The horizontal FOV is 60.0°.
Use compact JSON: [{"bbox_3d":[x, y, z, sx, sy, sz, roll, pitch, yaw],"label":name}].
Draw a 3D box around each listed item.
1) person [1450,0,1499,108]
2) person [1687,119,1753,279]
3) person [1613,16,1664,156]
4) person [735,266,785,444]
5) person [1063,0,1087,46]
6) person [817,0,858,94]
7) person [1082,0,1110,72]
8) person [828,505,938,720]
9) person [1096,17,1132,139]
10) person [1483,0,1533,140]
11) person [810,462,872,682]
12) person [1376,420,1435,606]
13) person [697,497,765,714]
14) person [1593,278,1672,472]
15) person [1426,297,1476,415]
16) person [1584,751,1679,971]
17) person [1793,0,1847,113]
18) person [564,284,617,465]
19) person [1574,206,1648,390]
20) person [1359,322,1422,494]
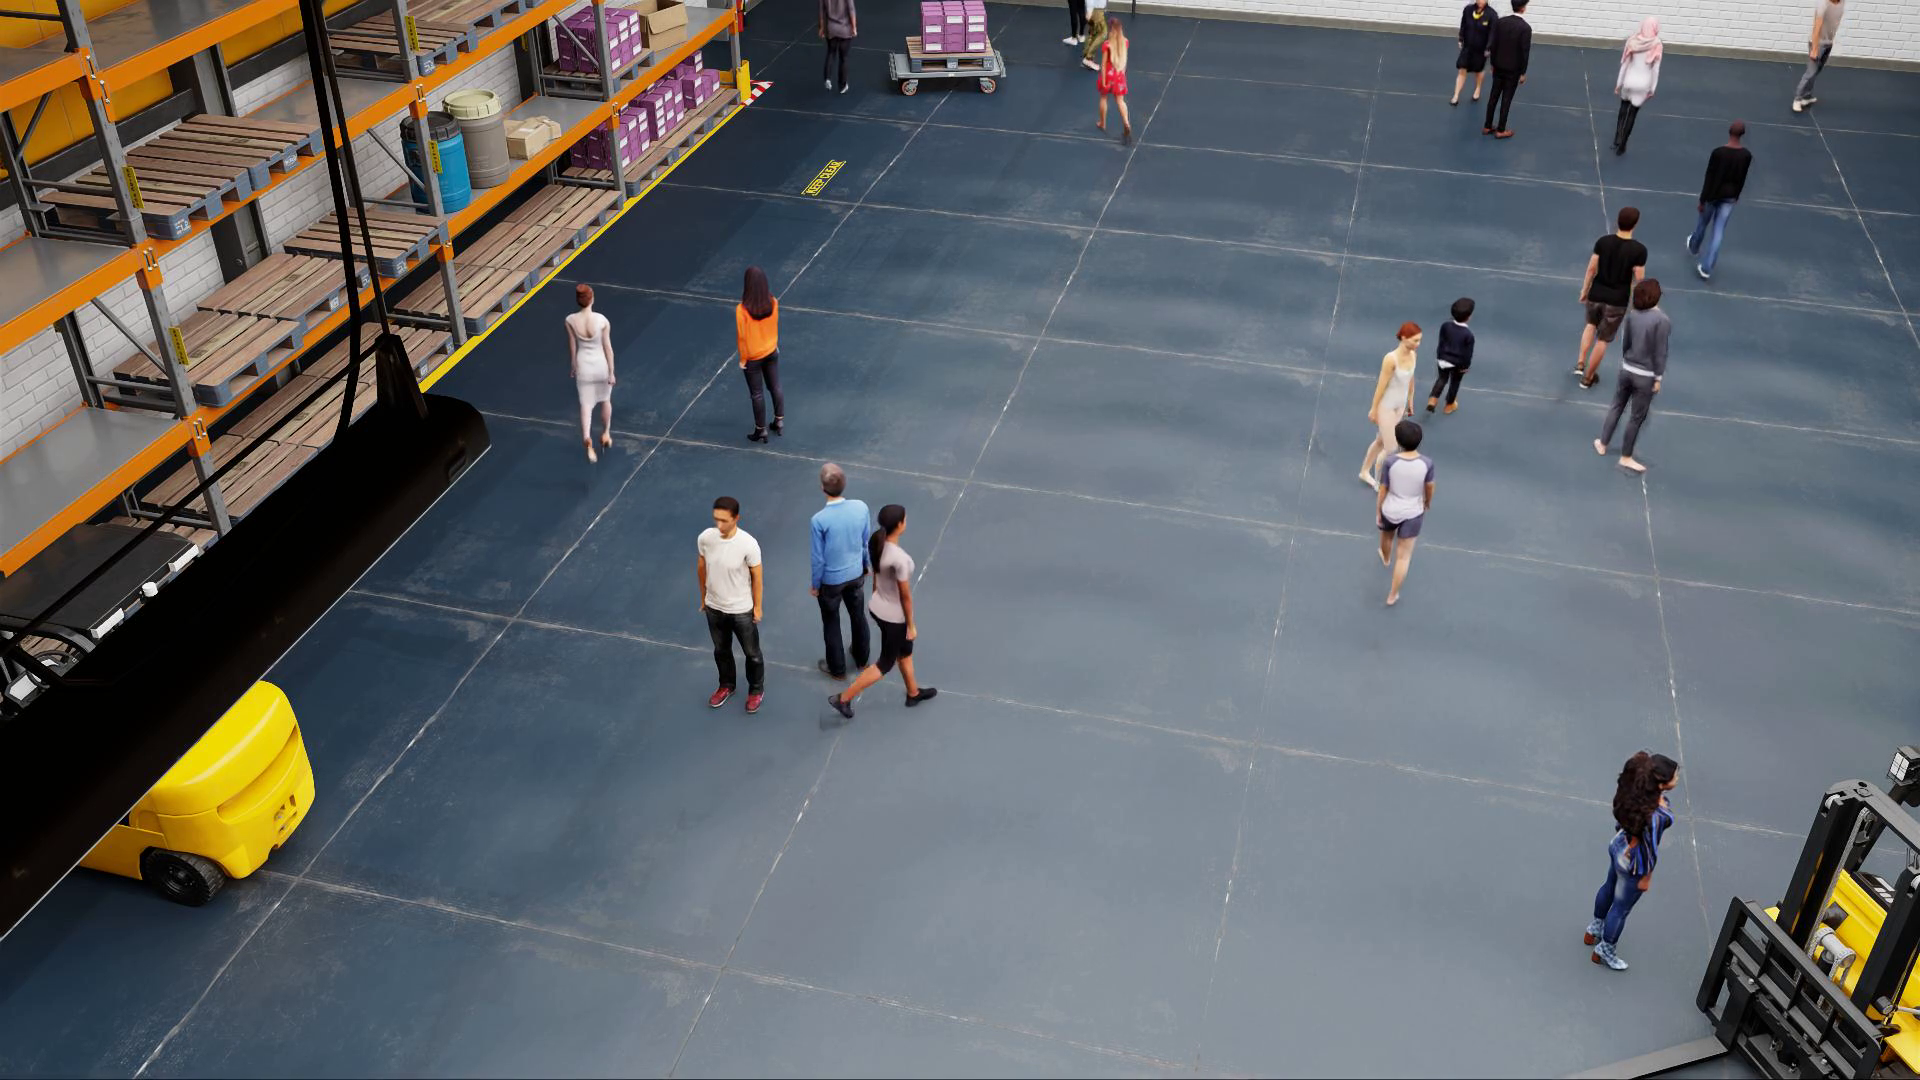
[{"bbox_3d":[7.250,-6.899,23.278,0.959,1.627,1.174,22,39,29],"label":"person"},{"bbox_3d":[8.455,-3.751,18.468,0.631,1.708,1.077,6,34,9],"label":"person"},{"bbox_3d":[8.754,-5.868,21.580,0.711,1.789,0.719,17,37,23],"label":"person"},{"bbox_3d":[-1.848,-1.718,15.373,0.766,1.749,0.649,28,42,35],"label":"person"},{"bbox_3d":[1.812,-8.543,25.647,0.632,1.742,0.729,-26,42,-34],"label":"person"},{"bbox_3d":[-1.757,-7.229,23.583,0.672,1.839,0.696,8,35,12],"label":"person"},{"bbox_3d":[1.916,-7.853,24.558,0.750,1.799,0.584,6,34,9],"label":"person"},{"bbox_3d":[-0.579,0.582,11.953,1.140,1.705,1.118,-12,36,-18],"label":"person"},{"bbox_3d":[2.090,-6.142,22.194,0.925,1.566,1.088,-11,35,-16],"label":"person"},{"bbox_3d":[7.300,-6.327,22.191,0.782,1.878,0.773,-24,41,-32],"label":"person"},{"bbox_3d":[-0.891,0.233,12.378,0.726,1.814,0.807,-21,39,-29],"label":"person"},{"bbox_3d":[3.523,-0.181,13.268,0.595,1.519,0.973,11,35,16],"label":"person"},{"bbox_3d":[-1.648,0.447,12.071,0.626,1.799,0.513,9,35,13],"label":"person"},{"bbox_3d":[6.151,-1.475,15.012,0.854,1.744,0.774,-8,34,-11],"label":"person"},{"bbox_3d":[4.680,-1.731,15.875,0.664,1.216,0.761,28,42,35],"label":"person"},{"bbox_3d":[4.048,1.921,10.026,0.701,1.607,0.537,3,34,4],"label":"person"},{"bbox_3d":[11.951,-6.889,23.061,0.949,1.851,0.824,27,42,34],"label":"person"},{"bbox_3d":[-3.330,-1.455,14.956,0.728,1.773,1.037,2,34,2],"label":"person"},{"bbox_3d":[6.274,-2.328,16.201,0.806,1.848,0.809,26,41,33],"label":"person"},{"bbox_3d":[3.739,-1.203,14.713,0.752,1.622,0.805,-23,40,-31],"label":"person"}]
